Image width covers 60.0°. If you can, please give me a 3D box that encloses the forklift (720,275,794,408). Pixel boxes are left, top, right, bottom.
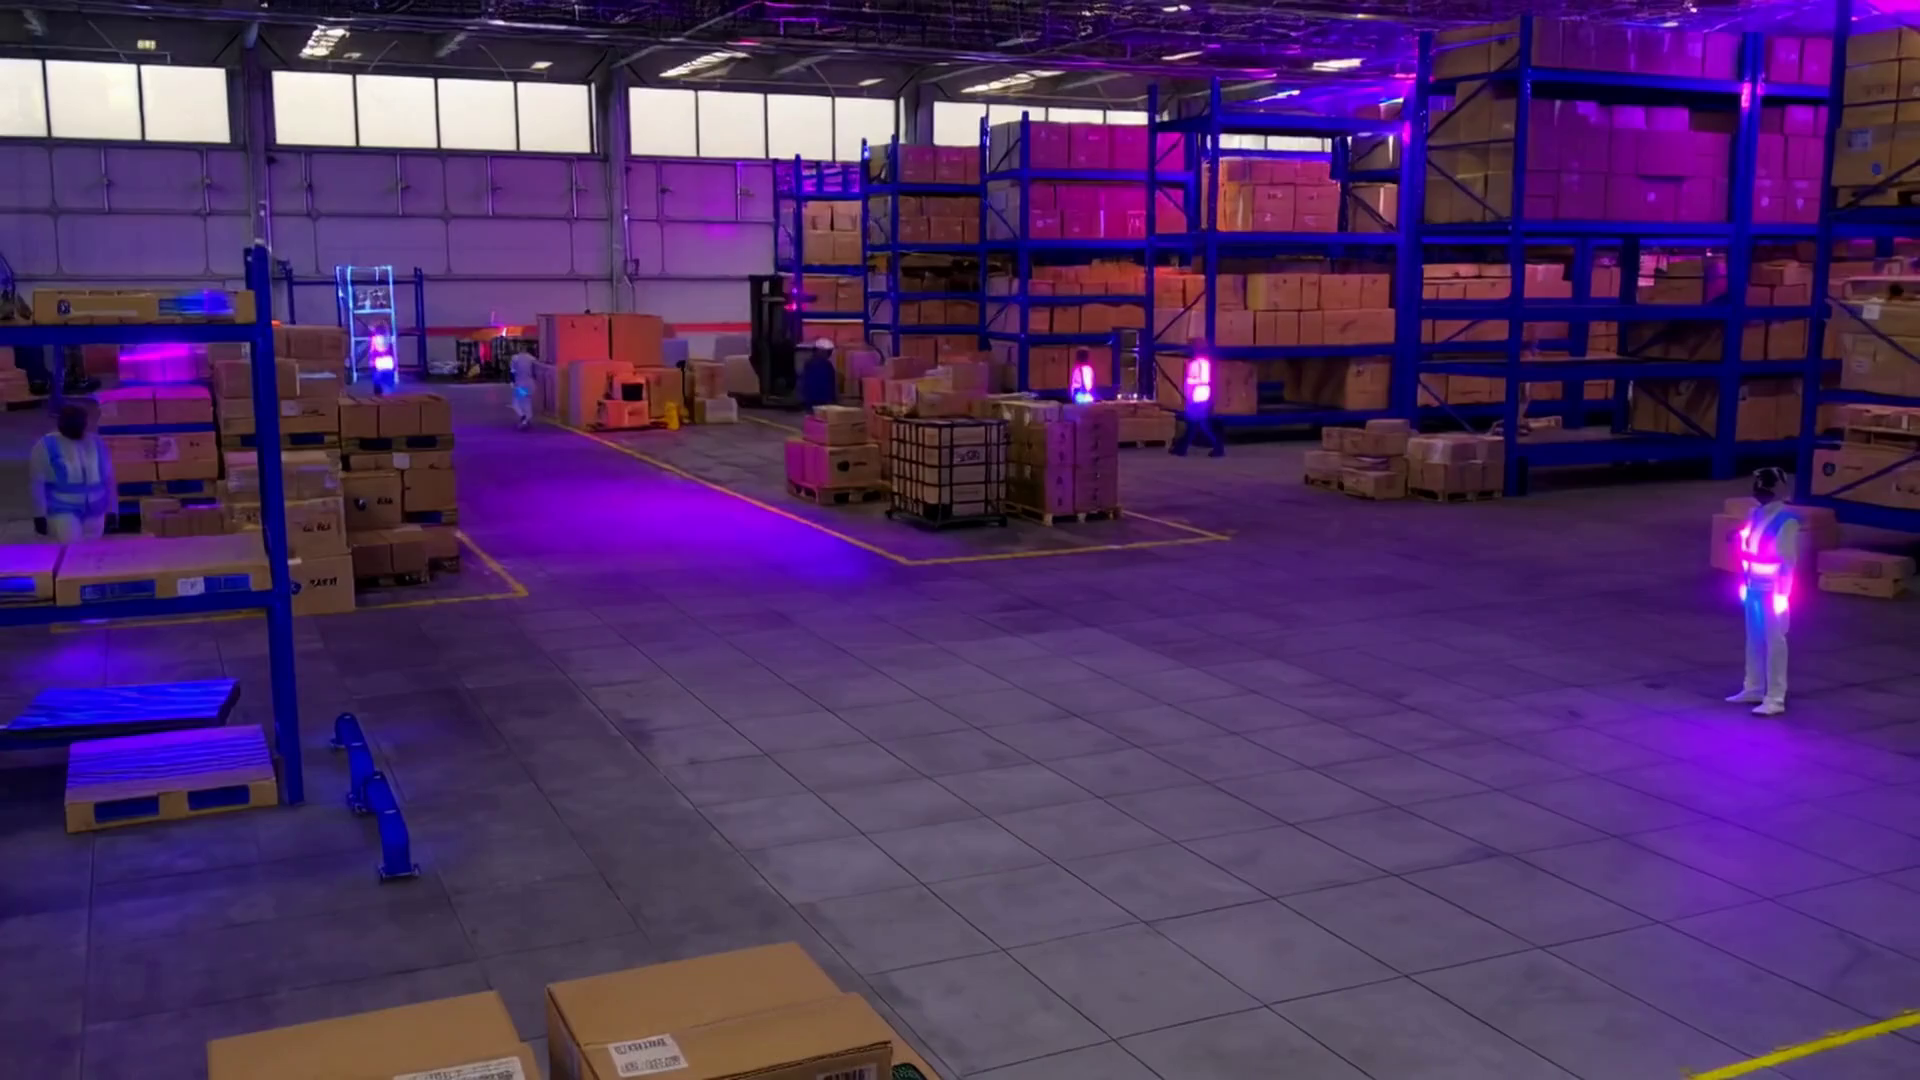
[{"bbox_3d":[-4.145,-4.284,35.666,1.873,2.768,1.129,5,10,27],"label":"forklift"}]

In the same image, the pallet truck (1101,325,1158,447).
[{"bbox_3d":[2.881,-2.596,27.923,0.823,1.965,1.885,-1,9,-7],"label":"pallet truck"}]

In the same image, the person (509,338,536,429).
[{"bbox_3d":[-8.040,-2.869,30.588,0.548,1.687,0.361,-8,12,-42],"label":"person"}]

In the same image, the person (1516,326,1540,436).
[{"bbox_3d":[10.018,-2.793,29.325,0.361,1.938,0.635,2,9,13],"label":"person"}]

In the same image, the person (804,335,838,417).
[{"bbox_3d":[-1.960,-1.948,23.925,0.496,1.979,0.629,5,11,29],"label":"person"}]

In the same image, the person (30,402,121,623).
[{"bbox_3d":[-7.232,-0.224,13.735,0.670,1.821,0.638,7,12,38],"label":"person"}]

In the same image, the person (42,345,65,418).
[{"bbox_3d":[-18.008,-3.392,33.090,0.366,1.932,0.632,-2,9,-9],"label":"person"}]

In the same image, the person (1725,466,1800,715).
[{"bbox_3d":[5.299,0.325,10.939,0.310,1.633,0.518,-1,9,-6],"label":"person"}]

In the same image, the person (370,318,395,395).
[{"bbox_3d":[-12.151,-3.697,35.014,0.547,1.922,0.419,-7,12,-38],"label":"person"}]

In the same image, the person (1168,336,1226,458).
[{"bbox_3d":[3.749,-2.235,26.014,0.981,1.901,0.553,6,11,31],"label":"person"}]

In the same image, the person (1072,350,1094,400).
[{"bbox_3d":[2.021,-2.233,26.732,0.832,1.657,0.535,6,11,33],"label":"person"}]
